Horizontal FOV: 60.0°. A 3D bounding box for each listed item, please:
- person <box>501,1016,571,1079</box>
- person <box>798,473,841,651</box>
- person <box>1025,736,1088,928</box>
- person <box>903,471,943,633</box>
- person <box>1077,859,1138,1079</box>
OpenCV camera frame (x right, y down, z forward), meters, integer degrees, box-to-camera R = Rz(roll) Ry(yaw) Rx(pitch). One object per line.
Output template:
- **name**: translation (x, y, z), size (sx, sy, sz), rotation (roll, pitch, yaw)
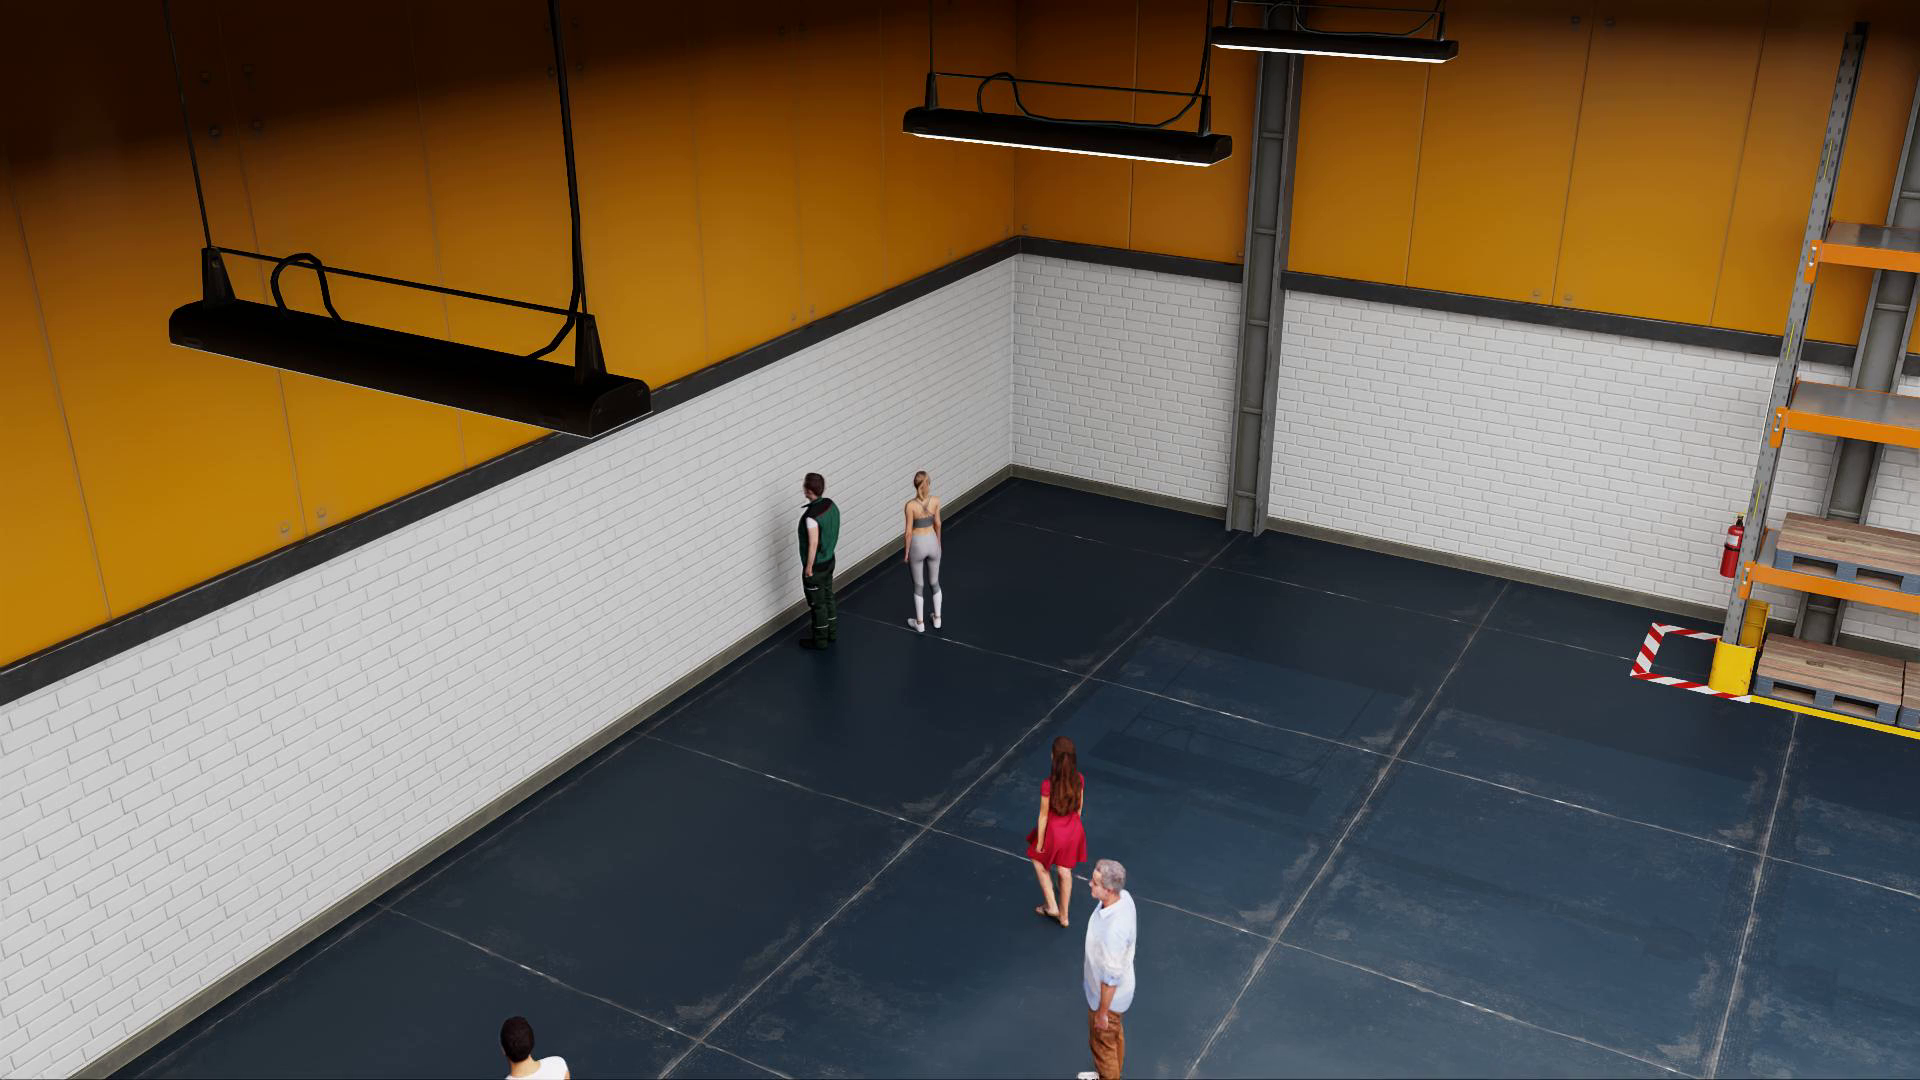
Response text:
- **person**: translation (-2.320, 3.373, 9.104), size (0.711, 1.789, 0.686), rotation (-19, 30, -37)
- **person**: translation (-1.392, 0.197, 16.309), size (0.616, 1.838, 0.668), rotation (9, 25, 21)
- **person**: translation (0.763, 2.176, 12.159), size (0.699, 1.536, 0.761), rotation (-11, 26, -24)
- **person**: translation (-0.361, 0.105, 16.689), size (0.661, 1.703, 0.704), rotation (-10, 25, -21)
- **person**: translation (0.948, 2.780, 10.415), size (0.739, 1.826, 0.774), rotation (3, 24, 7)
